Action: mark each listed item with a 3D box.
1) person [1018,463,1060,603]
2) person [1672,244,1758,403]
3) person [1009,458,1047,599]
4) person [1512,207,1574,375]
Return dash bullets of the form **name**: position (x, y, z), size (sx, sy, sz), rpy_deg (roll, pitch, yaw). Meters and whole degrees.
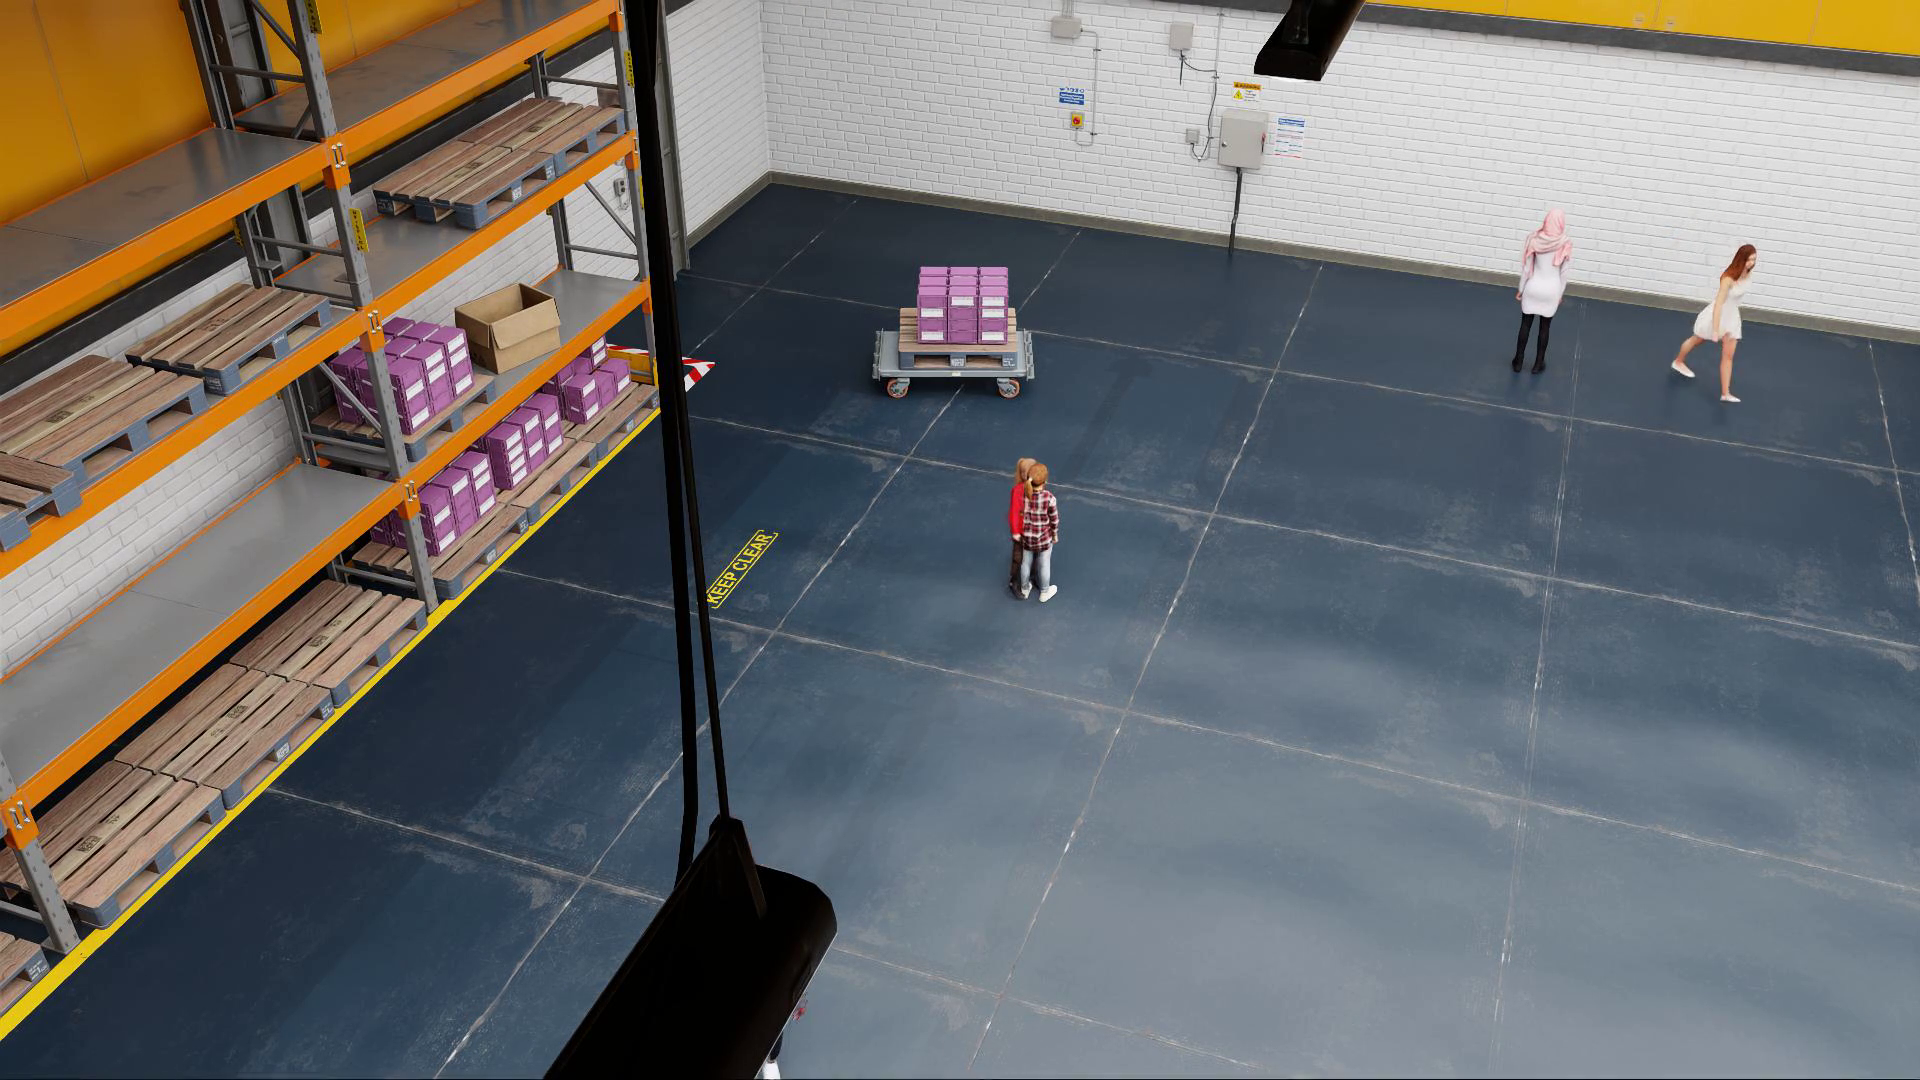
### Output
- **person**: position (0.635, -0.068, 13.786), size (0.516, 1.306, 0.514), rpy_deg (12, 35, 17)
- **person**: position (7.612, -2.252, 16.780), size (1.081, 1.629, 1.221), rpy_deg (-14, 36, -19)
- **person**: position (0.555, -0.115, 13.880), size (0.566, 1.280, 0.640), rpy_deg (-21, 39, -28)
- **person**: position (5.975, -2.559, 17.085), size (0.627, 1.803, 0.585), rpy_deg (13, 36, 19)
